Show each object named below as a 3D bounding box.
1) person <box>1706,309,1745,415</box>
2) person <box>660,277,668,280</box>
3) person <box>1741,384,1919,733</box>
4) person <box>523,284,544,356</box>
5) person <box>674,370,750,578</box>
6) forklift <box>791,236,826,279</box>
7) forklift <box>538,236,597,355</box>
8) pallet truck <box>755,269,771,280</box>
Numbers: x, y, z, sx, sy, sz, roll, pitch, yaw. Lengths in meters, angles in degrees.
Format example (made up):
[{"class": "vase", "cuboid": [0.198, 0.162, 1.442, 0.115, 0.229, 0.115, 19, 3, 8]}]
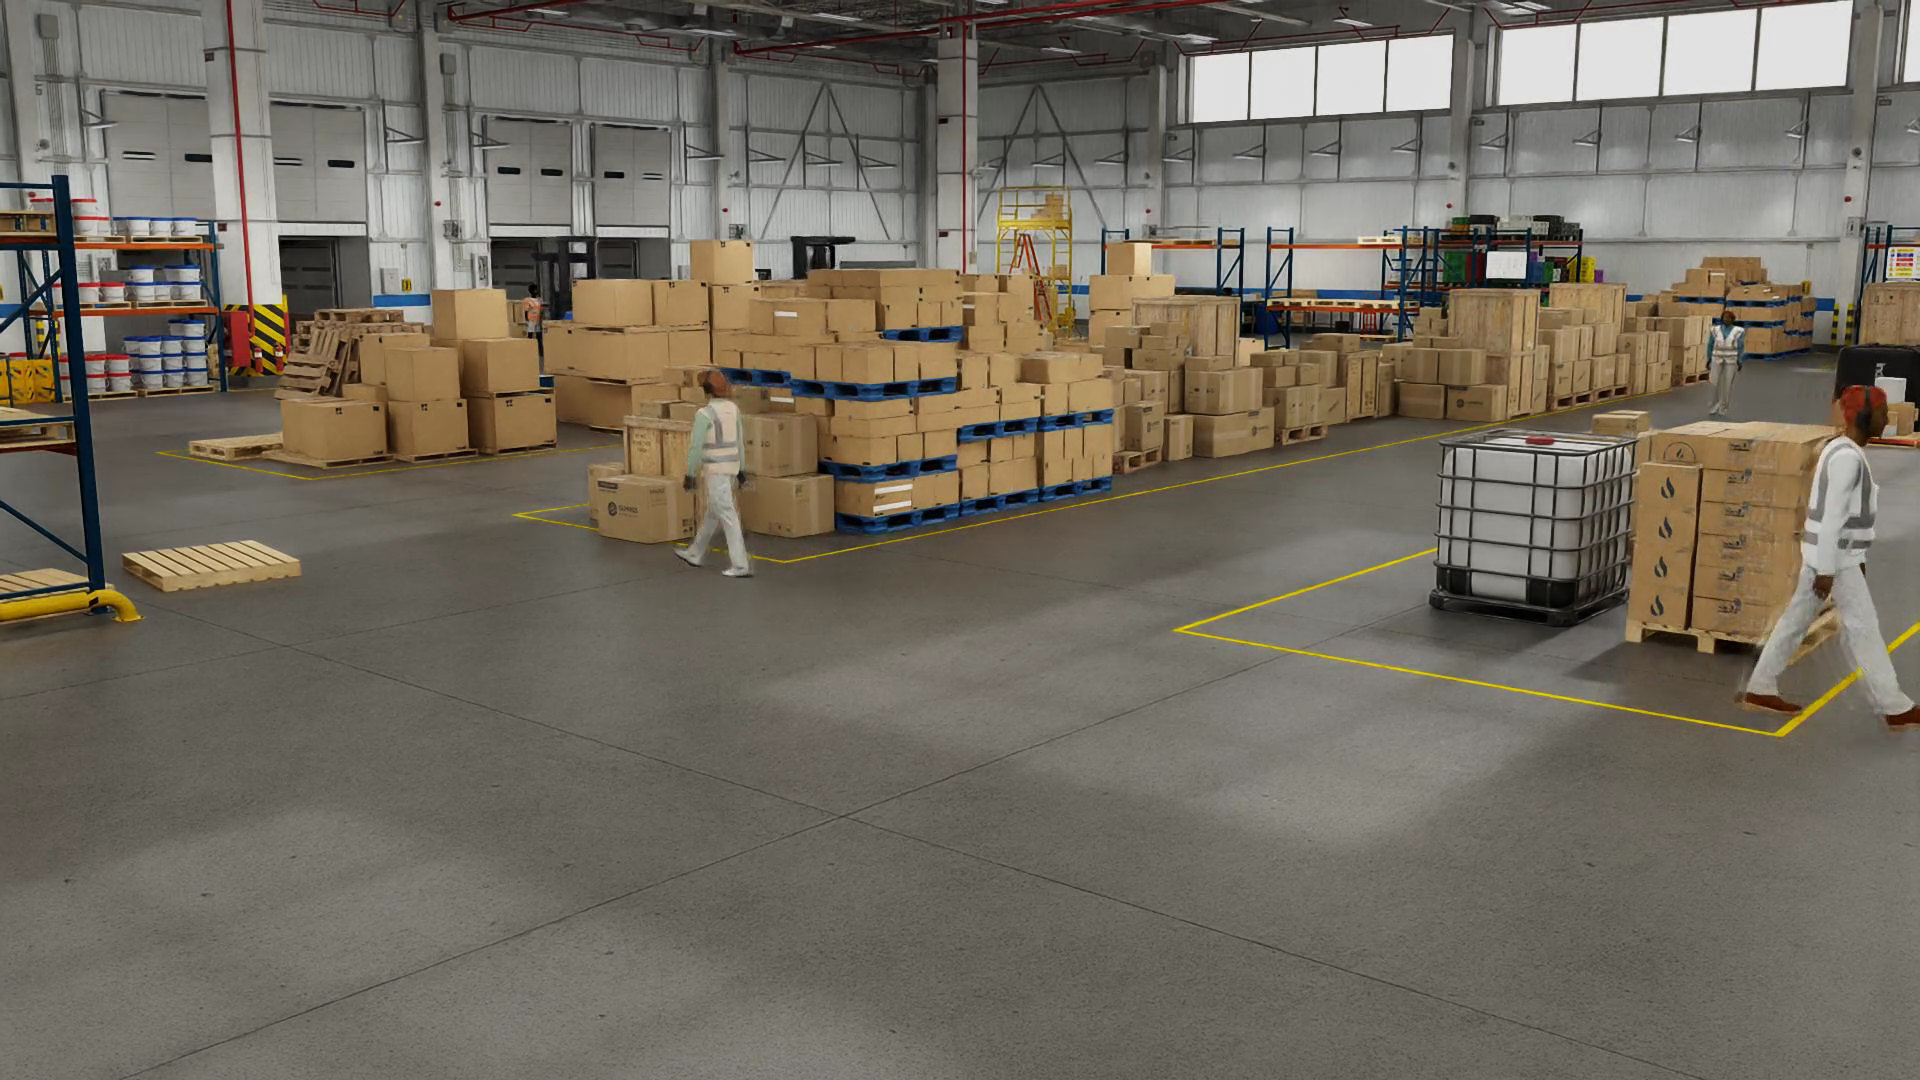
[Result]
[{"class": "person", "cuboid": [11.587, -2.683, 25.229, 0.546, 1.612, 0.650, 6, 12, 32]}, {"class": "person", "cuboid": [-6.360, -4.704, 35.908, 0.636, 1.927, 0.386, -5, 11, -26]}, {"class": "person", "cuboid": [4.736, 0.094, 8.846, 1.001, 1.826, 0.611, 4, 11, 23]}, {"class": "person", "cuboid": [-9.991, -5.147, 39.063, 0.315, 1.696, 0.541, 9, 13, 41]}, {"class": "person", "cuboid": [-1.969, -0.518, 12.956, 0.823, 1.595, 0.545, 5, 11, 25]}, {"class": "forklift", "cuboid": [-3.600, -5.846, 39.678, 1.873, 2.768, 1.129, 7, 12, 35]}, {"class": "forklift", "cuboid": [-8.868, -5.681, 38.740, 1.873, 2.768, 1.129, 8, 13, 40]}, {"class": "pallet truck", "cuboid": [-4.996, -6.432, 45.525, 1.885, 1.965, 0.823, -6, 12, -32]}]
